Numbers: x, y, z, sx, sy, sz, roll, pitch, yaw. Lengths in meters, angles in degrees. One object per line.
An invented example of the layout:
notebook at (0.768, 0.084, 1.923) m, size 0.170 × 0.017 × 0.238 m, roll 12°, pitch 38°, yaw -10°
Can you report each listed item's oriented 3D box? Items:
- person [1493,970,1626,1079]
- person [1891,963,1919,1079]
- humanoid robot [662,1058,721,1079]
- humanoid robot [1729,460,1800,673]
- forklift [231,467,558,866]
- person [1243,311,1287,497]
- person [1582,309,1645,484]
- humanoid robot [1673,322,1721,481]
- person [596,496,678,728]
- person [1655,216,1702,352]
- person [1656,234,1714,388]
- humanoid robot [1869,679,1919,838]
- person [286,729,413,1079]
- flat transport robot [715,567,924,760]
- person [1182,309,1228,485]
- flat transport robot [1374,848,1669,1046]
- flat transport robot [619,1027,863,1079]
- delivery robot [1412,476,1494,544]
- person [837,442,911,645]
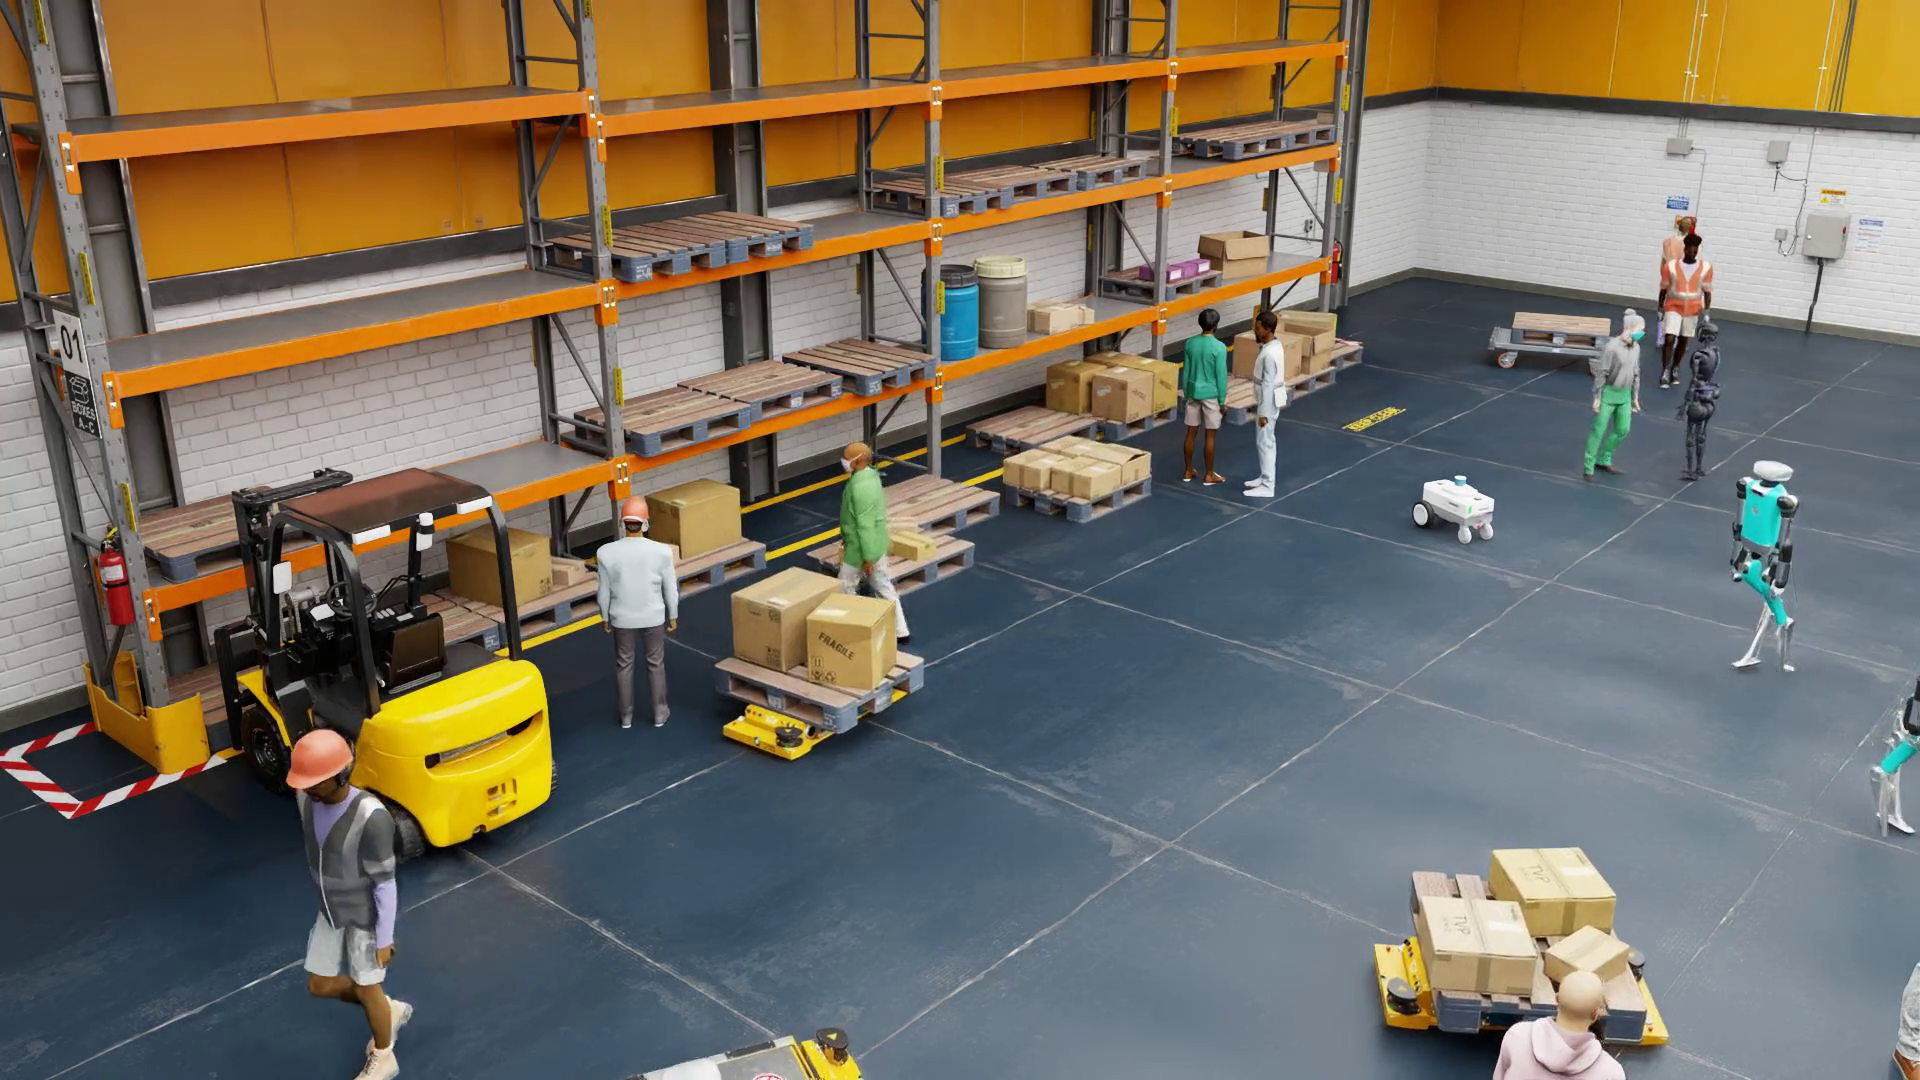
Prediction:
person at (2.331, 2.500, 6.611) m, size 0.537 × 1.773 × 0.413 m, roll 14°, pitch 25°, yaw 33°
person at (5.017, 1.824, 8.203) m, size 0.634 × 1.936 × 0.351 m, roll -5°, pitch 21°, yaw -12°
humanoid robot at (-1.119, 2.754, 6.041) m, size 0.705 × 1.832 × 0.559 m, roll -6°, pitch 21°, yaw -16°
humanoid robot at (6.313, 0.274, 12.838) m, size 0.789 × 1.891 × 0.547 m, roll -8°, pitch 22°, yaw -20°
forklift at (-3.730, 0.710, 10.856) m, size 2.313 × 2.155 × 1.214 m, roll 17°, pitch 26°, yaw 38°
person at (3.135, -1.384, 16.938) m, size 0.382 × 1.909 × 0.591 m, roll 4°, pitch 21°, yaw 12°
person at (6.831, -1.513, 17.406) m, size 0.585 × 1.839 × 0.341 m, roll -10°, pitch 22°, yaw -25°
humanoid robot at (7.761, -1.461, 17.473) m, size 0.324 × 1.662 × 0.591 m, roll 19°, pitch 28°, yaw 42°
person at (-2.316, 0.524, 12.005) m, size 0.573 × 1.740 × 0.344 m, roll -3°, pitch 21°, yaw -9°
person at (9.827, -3.504, 22.770) m, size 0.391 × 1.846 × 0.563 m, roll -14°, pitch 25°, yaw -34°
person at (9.097, -2.860, 20.881) m, size 0.614 × 1.933 × 0.807 m, roll 5°, pitch 21°, yaw 12°
humanoid robot at (6.055, 1.090, 10.561) m, size 0.537 × 1.838 × 0.704 m, roll -8°, pitch 22°, yaw -21°
person at (-2.971, 1.814, 8.104) m, size 0.626 × 2.017 × 0.449 m, roll 12°, pitch 23°, yaw 29°
flat transport robot at (-1.029, 1.199, 12.301) m, size 0.659 × 0.231 × 1.431 m, roll 14°, pitch 24°, yaw 33°
person at (2.535, -1.484, 17.289) m, size 0.506 × 1.848 × 0.385 m, roll 15°, pitch 25°, yaw 34°
flat transport robot at (3.009, 2.416, 9.005) m, size 1.431 × 0.231 × 0.659 m, roll 2°, pitch 20°, yaw 7°
flat transport robot at (-1.138, 2.777, 8.026) m, size 1.431 × 0.231 × 0.659 m, roll -9°, pitch 22°, yaw -22°
delivery robot at (4.779, -0.318, 16.022) m, size 0.499 × 0.609 × 0.813 m, roll -9°, pitch 22°, yaw -24°
person at (-0.832, 0.046, 13.315) m, size 0.919 × 1.740 × 0.544 m, roll 4°, pitch 21°, yaw 12°
